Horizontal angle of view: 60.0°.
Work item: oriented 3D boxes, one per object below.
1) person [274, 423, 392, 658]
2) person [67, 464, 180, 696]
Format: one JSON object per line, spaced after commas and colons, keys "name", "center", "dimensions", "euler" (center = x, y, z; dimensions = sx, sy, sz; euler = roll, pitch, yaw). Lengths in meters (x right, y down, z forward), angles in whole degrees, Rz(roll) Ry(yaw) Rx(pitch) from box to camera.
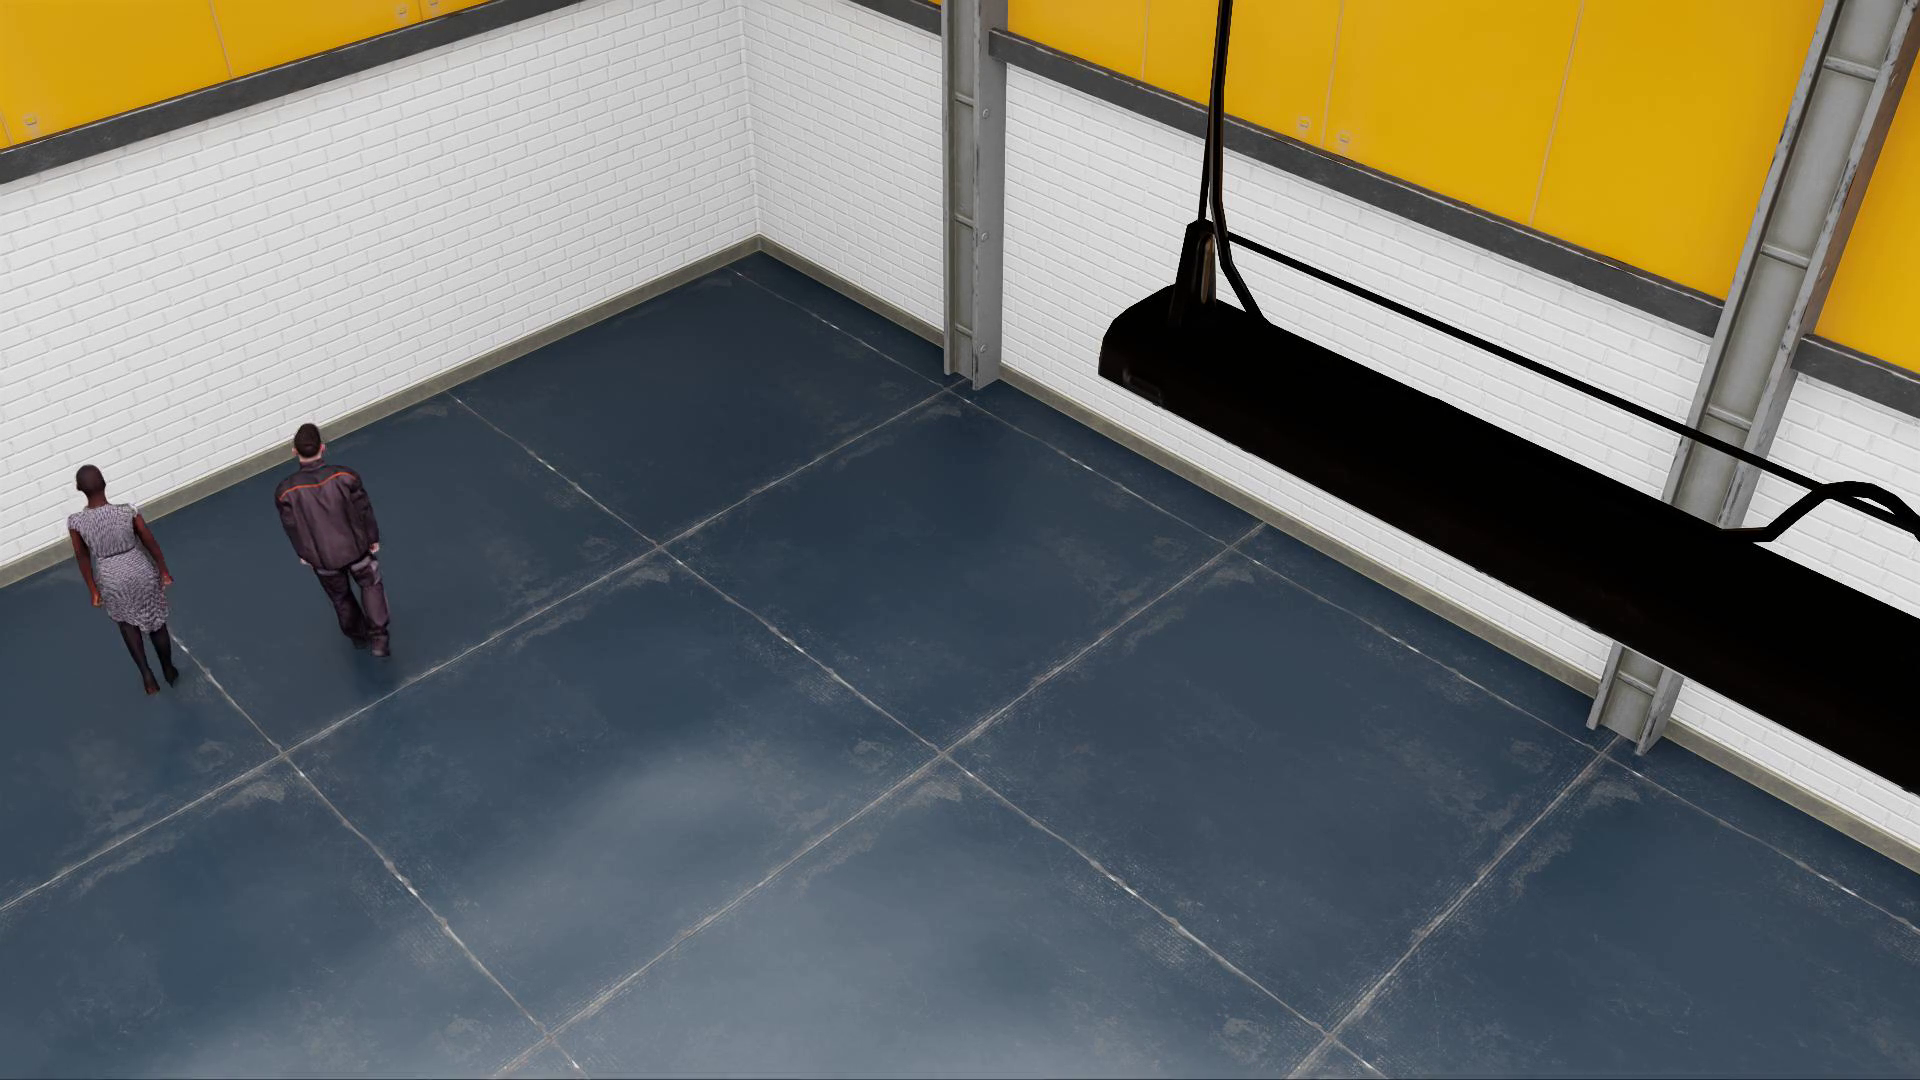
{"name": "person", "center": [-4.053, 0.061, 10.862], "dimensions": [0.913, 1.843, 1.047], "euler": [-15, 41, -18]}
{"name": "person", "center": [-5.280, 0.332, 10.577], "dimensions": [0.800, 1.775, 0.897], "euler": [-15, 41, -18]}
